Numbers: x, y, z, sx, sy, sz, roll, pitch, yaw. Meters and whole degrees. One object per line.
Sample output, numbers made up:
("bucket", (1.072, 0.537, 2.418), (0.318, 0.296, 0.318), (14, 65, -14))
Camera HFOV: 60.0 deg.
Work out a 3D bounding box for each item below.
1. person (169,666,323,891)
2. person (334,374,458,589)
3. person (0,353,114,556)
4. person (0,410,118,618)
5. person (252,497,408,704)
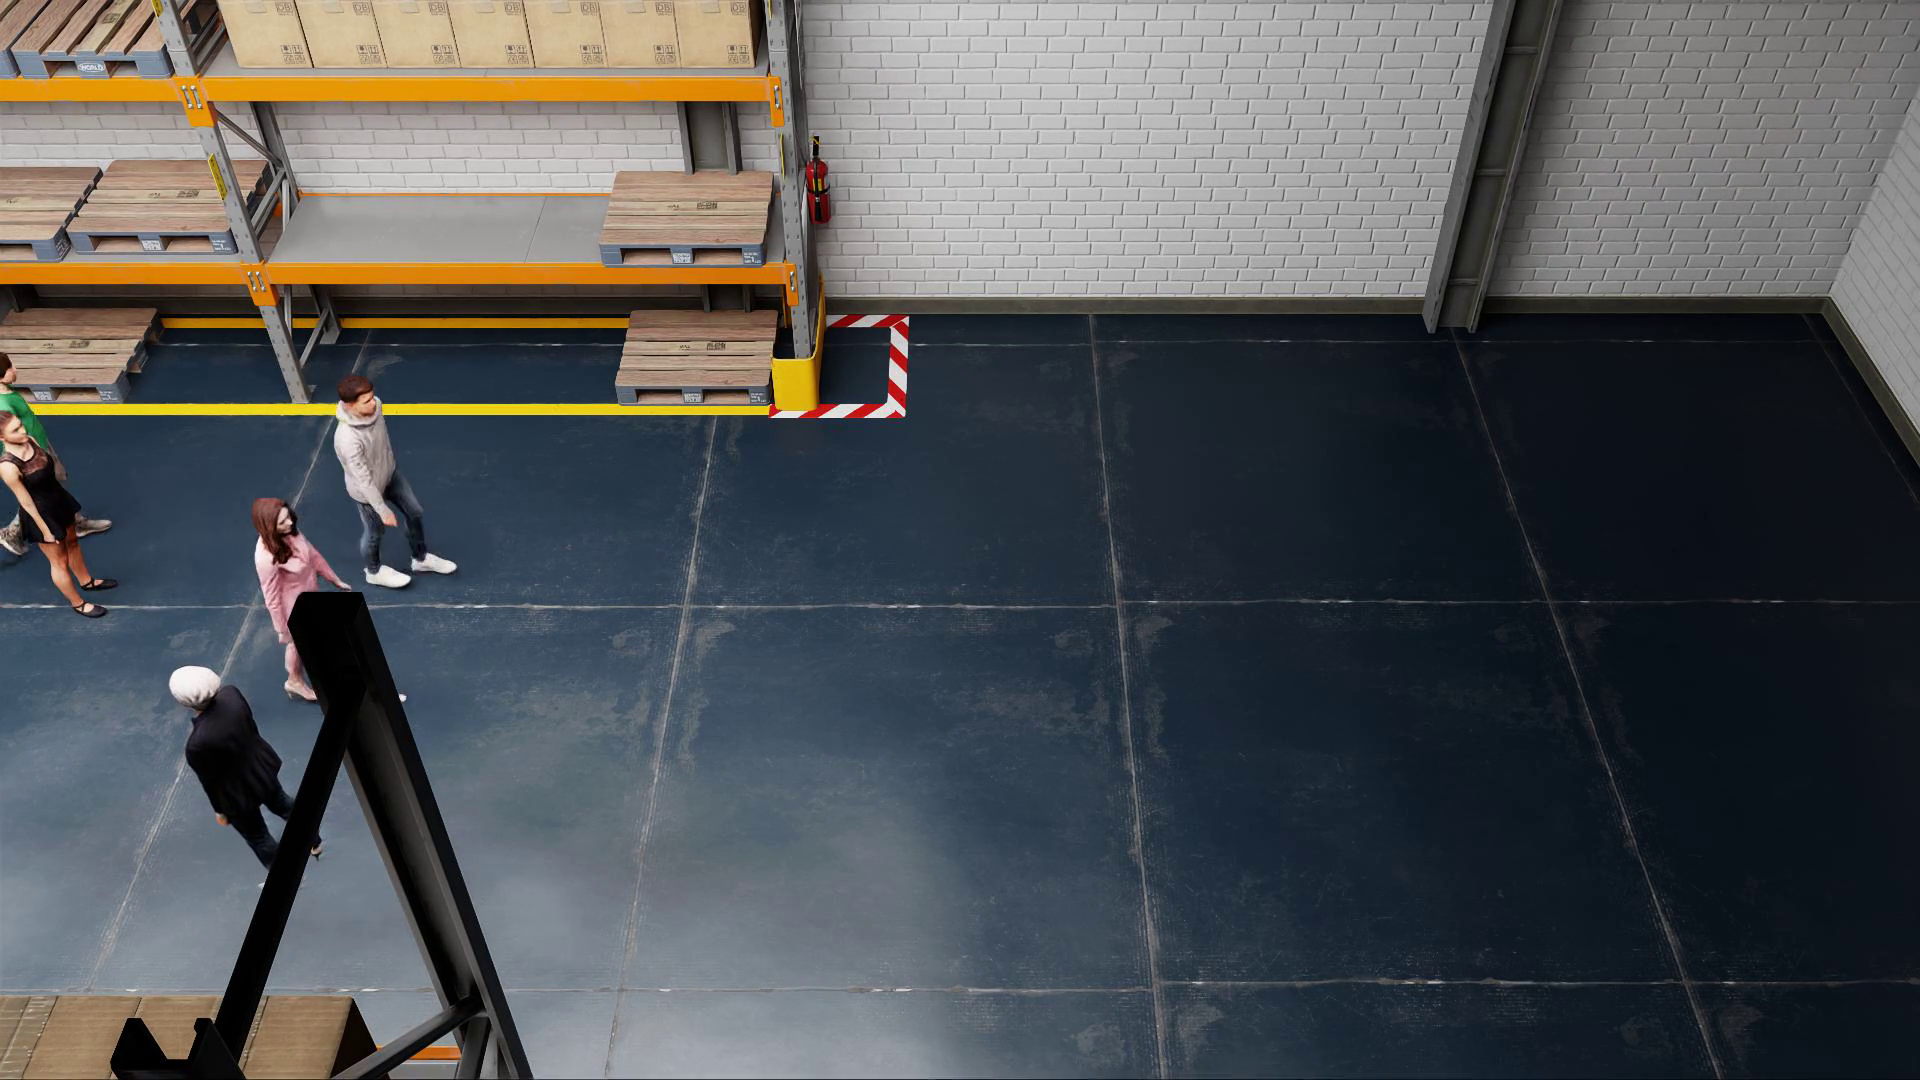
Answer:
("person", (-3.723, 1.222, 8.695), (0.648, 1.778, 0.755), (7, 44, 8))
("person", (-3.989, -0.389, 11.083), (0.905, 1.826, 0.800), (6, 44, 6))
("person", (-6.466, -0.568, 11.409), (1.038, 1.636, 0.862), (-21, 47, -21))
("person", (-6.040, -0.201, 10.995), (0.560, 1.674, 0.576), (-2, 44, -2))
("person", (-4.164, 0.414, 10.287), (1.029, 1.762, 0.636), (0, 44, 0))
